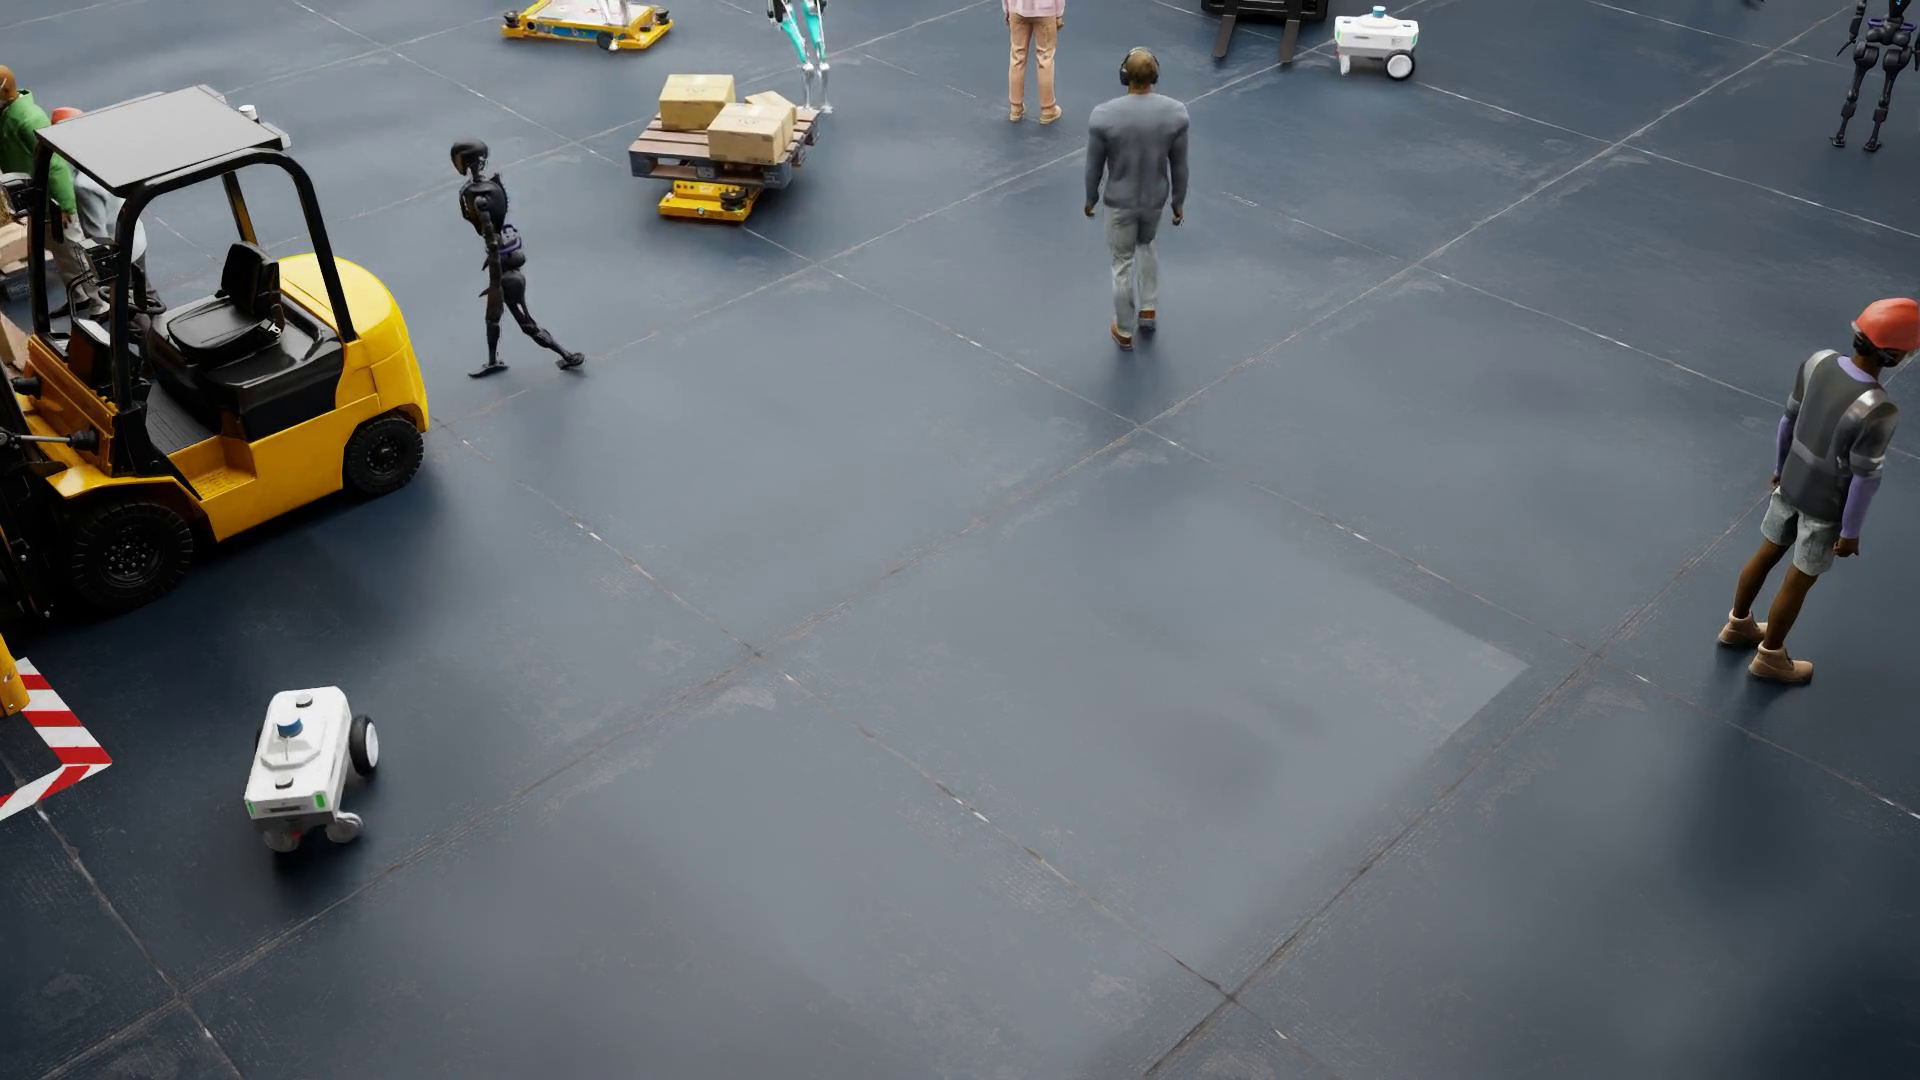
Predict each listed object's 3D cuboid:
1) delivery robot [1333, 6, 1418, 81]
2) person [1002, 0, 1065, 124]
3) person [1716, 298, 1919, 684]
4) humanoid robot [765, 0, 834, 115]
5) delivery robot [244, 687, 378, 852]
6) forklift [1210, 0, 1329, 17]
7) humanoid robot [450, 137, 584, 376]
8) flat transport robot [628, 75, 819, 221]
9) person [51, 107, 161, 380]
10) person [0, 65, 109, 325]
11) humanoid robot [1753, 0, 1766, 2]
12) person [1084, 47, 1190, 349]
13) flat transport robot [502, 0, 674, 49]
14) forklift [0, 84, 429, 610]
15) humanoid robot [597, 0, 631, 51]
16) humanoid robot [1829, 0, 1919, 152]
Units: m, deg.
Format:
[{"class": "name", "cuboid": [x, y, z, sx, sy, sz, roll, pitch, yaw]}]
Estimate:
[{"class": "delivery robot", "cuboid": [3.663, -4.381, 14.613, 0.752, 0.584, 0.522, 7, 37, 9]}, {"class": "person", "cuboid": [0.584, -4.238, 13.406, 0.523, 1.782, 0.407, 12, 38, 16]}, {"class": "person", "cuboid": [4.062, -0.227, 7.822, 0.388, 2.040, 0.613, -6, 37, -8]}, {"class": "humanoid robot", "cuboid": [-1.290, -4.281, 13.489, 0.560, 1.764, 0.717, -15, 39, -19]}, {"class": "delivery robot", "cuboid": [-2.920, 0.995, 7.442, 0.520, 0.613, 0.784, -5, 37, -7]}, {"class": "forklift", "cuboid": [3.106, -6.400, 15.960, 1.214, 2.155, 2.313, 8, 37, 10]}, {"class": "humanoid robot", "cuboid": [-2.755, -1.698, 10.149, 0.732, 1.642, 0.590, -11, 38, -14]}, {"class": "flat transport robot", "cuboid": [-1.787, -2.865, 12.832, 0.659, 0.231, 1.431, 7, 37, 9]}, {"class": "person", "cuboid": [-5.182, -1.808, 10.189, 0.347, 1.739, 0.571, -3, 37, -4]}, {"class": "person", "cuboid": [-5.869, -2.198, 10.676, 0.539, 1.782, 0.388, 27, 45, 32]}, {"class": "humanoid robot", "cuboid": [7.534, -5.953, 15.810, 0.589, 1.628, 0.720, -9, 38, -12]}, {"class": "person", "cuboid": [1.100, -2.132, 10.483, 0.635, 1.913, 0.519, -8, 37, -10]}, {"class": "flat transport robot", "cuboid": [-3.453, -4.802, 15.425, 1.431, 0.231, 0.659, 9, 38, 12]}, {"class": "forklift", "cuboid": [-4.145, -1.093, 8.856, 2.313, 2.155, 1.214, -31, 47, -34]}, {"class": "humanoid robot", "cuboid": [-3.218, -5.147, 14.742, 0.548, 1.875, 0.771, -5, 37, -6]}, {"class": "humanoid robot", "cuboid": [7.237, -3.896, 13.023, 0.599, 1.657, 0.315, 17, 40, 22]}]
